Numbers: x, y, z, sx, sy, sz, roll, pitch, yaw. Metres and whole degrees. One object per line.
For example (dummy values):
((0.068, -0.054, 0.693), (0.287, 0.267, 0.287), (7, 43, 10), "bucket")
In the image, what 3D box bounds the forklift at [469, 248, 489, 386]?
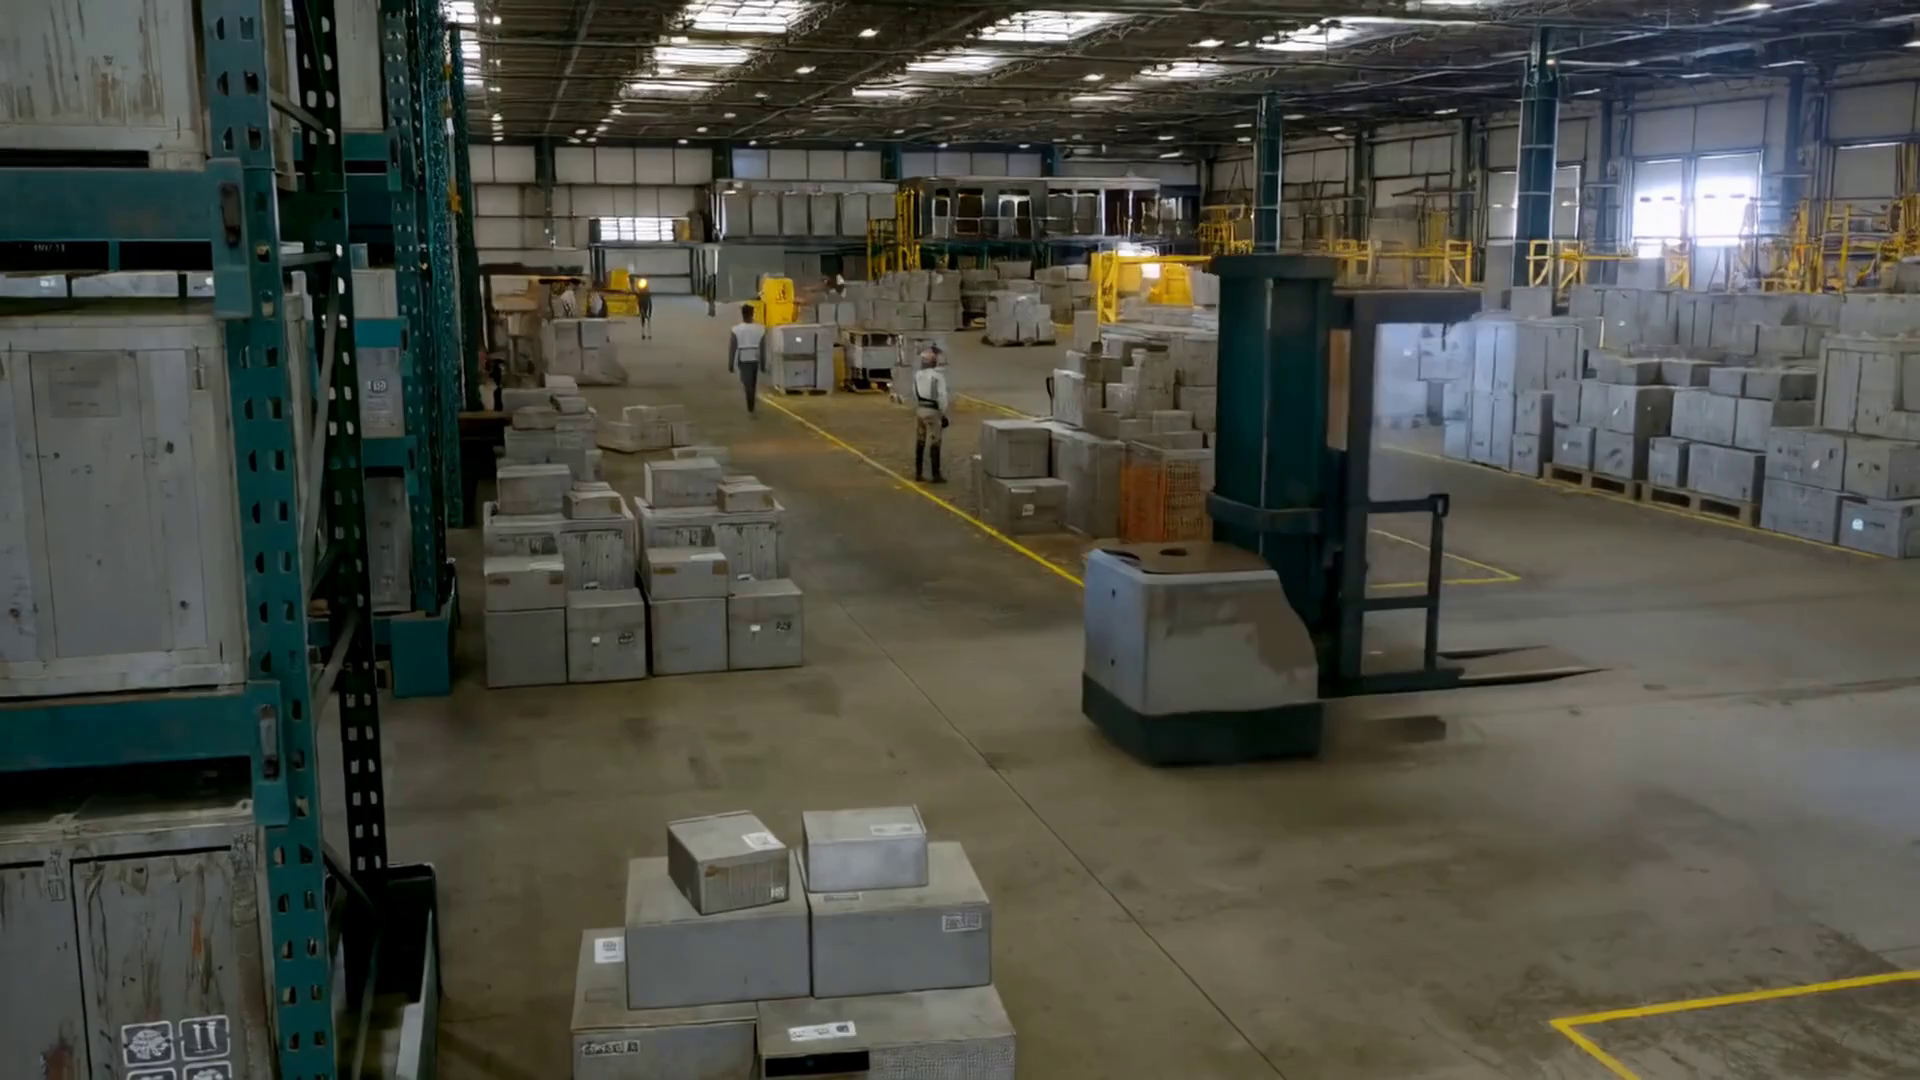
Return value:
((-9.884, -4.511, 33.715), (1.873, 2.768, 1.129), (-3, 10, -15), "forklift")

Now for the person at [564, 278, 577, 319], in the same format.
((-11.294, -6.631, 48.309), (0.362, 1.963, 0.613), (0, 10, 1), "person")

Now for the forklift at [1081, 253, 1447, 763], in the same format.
((1.748, -0.253, 9.604), (1.873, 2.768, 1.129), (-3, 10, -15), "forklift")

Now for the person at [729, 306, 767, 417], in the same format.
((-3.597, -3.020, 28.147), (0.611, 1.865, 0.998), (-4, 11, -23), "person")

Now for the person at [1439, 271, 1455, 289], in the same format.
((19.791, -10.006, 67.672), (0.606, 1.884, 0.986), (1, 10, 4), "person")

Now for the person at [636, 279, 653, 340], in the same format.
((-9.666, -7.055, 51.007), (0.508, 1.865, 0.329), (-3, 10, -14), "person")

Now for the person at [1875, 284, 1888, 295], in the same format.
((23.391, -5.527, 42.198), (0.543, 1.912, 0.449), (-8, 13, -38), "person")

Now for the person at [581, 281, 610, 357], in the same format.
((-9.282, -5.590, 42.203), (0.984, 2.000, 0.706), (5, 11, 26), "person")

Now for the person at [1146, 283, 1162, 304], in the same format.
((5.326, -6.103, 45.615), (0.519, 1.865, 0.328), (-4, 11, -21), "person")

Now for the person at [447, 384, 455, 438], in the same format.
((-6.331, -1.582, 20.073), (0.429, 1.841, 0.633), (7, 12, 35), "person")

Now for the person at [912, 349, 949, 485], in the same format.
((-0.366, -1.480, 20.064), (0.514, 1.641, 0.309), (8, 13, 39), "person")

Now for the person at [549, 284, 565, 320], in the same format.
((-12.817, -7.315, 52.977), (0.539, 1.692, 0.321), (1, 10, 5), "person")

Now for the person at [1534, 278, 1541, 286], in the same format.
((17.394, -6.902, 50.027), (0.627, 1.920, 0.395), (-5, 11, -25), "person")

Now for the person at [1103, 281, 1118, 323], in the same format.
((5.110, -8.001, 56.825), (0.511, 1.699, 0.772), (5, 11, 26), "person")

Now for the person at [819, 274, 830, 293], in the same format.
((-4.766, -8.565, 59.470), (0.938, 1.904, 0.557), (-5, 11, -27), "person")

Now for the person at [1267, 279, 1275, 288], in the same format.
((12.577, -9.925, 67.010), (0.614, 1.947, 0.388), (-6, 12, -29), "person")

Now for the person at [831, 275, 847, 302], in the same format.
((-4.170, -8.030, 56.455), (0.653, 1.882, 0.534), (-8, 13, -38), "person")

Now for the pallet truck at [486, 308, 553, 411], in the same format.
((-6.242, -2.418, 24.362), (0.823, 1.965, 1.885), (1, 10, 3), "pallet truck")

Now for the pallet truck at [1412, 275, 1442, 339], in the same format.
((14.620, -7.324, 52.145), (0.823, 1.965, 1.885), (8, 13, 40), "pallet truck")

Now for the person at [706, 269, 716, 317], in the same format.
((-10.128, -10.004, 67.487), (0.364, 1.939, 0.542), (3, 10, 15), "person")

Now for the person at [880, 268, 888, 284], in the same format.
((-3.484, -11.871, 78.270), (0.578, 1.871, 0.426), (-3, 11, -18), "person")

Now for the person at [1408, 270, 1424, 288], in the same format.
((21.111, -11.592, 76.977), (0.682, 1.770, 1.029), (1, 10, 8), "person")
